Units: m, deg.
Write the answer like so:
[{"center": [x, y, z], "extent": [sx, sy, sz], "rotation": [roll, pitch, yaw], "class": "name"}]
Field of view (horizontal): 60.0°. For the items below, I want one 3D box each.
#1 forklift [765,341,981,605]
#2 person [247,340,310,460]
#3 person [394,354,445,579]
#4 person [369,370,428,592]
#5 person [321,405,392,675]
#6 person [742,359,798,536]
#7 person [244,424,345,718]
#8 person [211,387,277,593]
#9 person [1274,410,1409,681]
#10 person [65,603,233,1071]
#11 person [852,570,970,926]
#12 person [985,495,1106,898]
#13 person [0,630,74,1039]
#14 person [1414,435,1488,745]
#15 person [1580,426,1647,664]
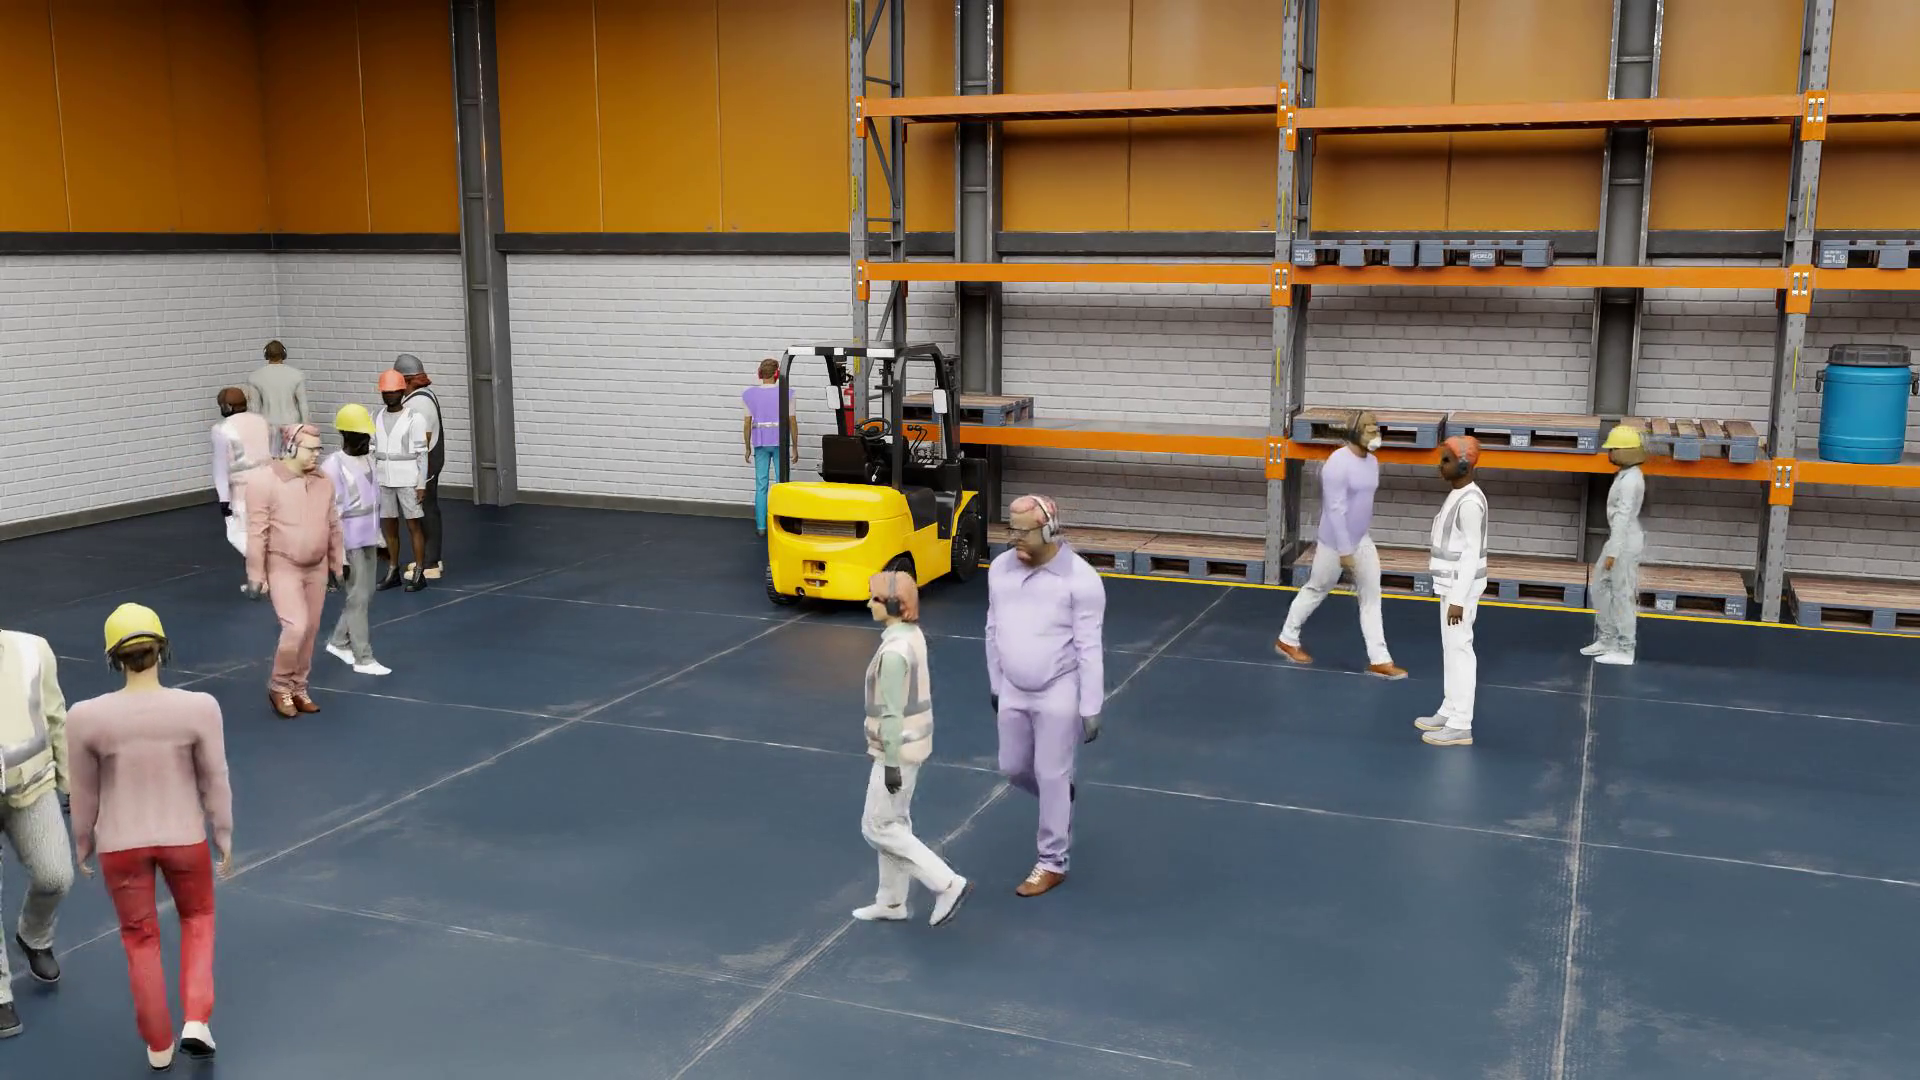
[{"center": [-0.739, -0.602, 14.246], "extent": [1.214, 2.155, 2.313], "rotation": [4, 11, 21], "class": "forklift"}, {"center": [-7.643, -1.277, 18.720], "extent": [0.630, 1.940, 0.372], "rotation": [-3, 11, -15], "class": "person"}, {"center": [-4.943, -0.669, 15.044], "extent": [0.535, 2.000, 0.685], "rotation": [-2, 10, -10], "class": "person"}, {"center": [-4.892, -0.511, 14.449], "extent": [0.552, 1.938, 0.357], "rotation": [2, 10, 13], "class": "person"}, {"center": [-4.315, -0.002, 11.741], "extent": [0.675, 1.912, 0.642], "rotation": [2, 10, 8], "class": "person"}, {"center": [-1.950, -0.945, 17.151], "extent": [0.563, 1.837, 0.389], "rotation": [0, 10, 1], "class": "person"}, {"center": [-4.227, 0.196, 10.666], "extent": [0.478, 1.879, 0.668], "rotation": [6, 12, 28], "class": "person"}, {"center": [-6.052, -0.400, 14.216], "extent": [0.582, 1.815, 0.635], "rotation": [5, 12, 28], "class": "person"}, {"center": [2.687, 0.012, 11.718], "extent": [0.616, 1.891, 1.038], "rotation": [-9, 13, -41], "class": "person"}, {"center": [-2.944, 1.092, 6.083], "extent": [0.529, 1.743, 0.368], "rotation": [-4, 11, -23], "class": "person"}, {"center": [-0.237, 0.929, 7.301], "extent": [0.467, 1.627, 0.521], "rotation": [1, 10, 8], "class": "person"}, {"center": [0.428, 0.695, 7.900], "extent": [0.677, 1.882, 0.645], "rotation": [8, 13, 36], "class": "person"}, {"center": [-3.753, 0.984, 6.443], "extent": [0.641, 1.821, 0.514], "rotation": [-9, 14, -41], "class": "person"}, {"center": [3.000, 0.302, 10.079], "extent": [0.356, 1.883, 0.573], "rotation": [2, 10, 9], "class": "person"}, {"center": [4.665, 0.039, 11.935], "extent": [0.490, 1.726, 0.513], "rotation": [4, 11, 19], "class": "person"}]
